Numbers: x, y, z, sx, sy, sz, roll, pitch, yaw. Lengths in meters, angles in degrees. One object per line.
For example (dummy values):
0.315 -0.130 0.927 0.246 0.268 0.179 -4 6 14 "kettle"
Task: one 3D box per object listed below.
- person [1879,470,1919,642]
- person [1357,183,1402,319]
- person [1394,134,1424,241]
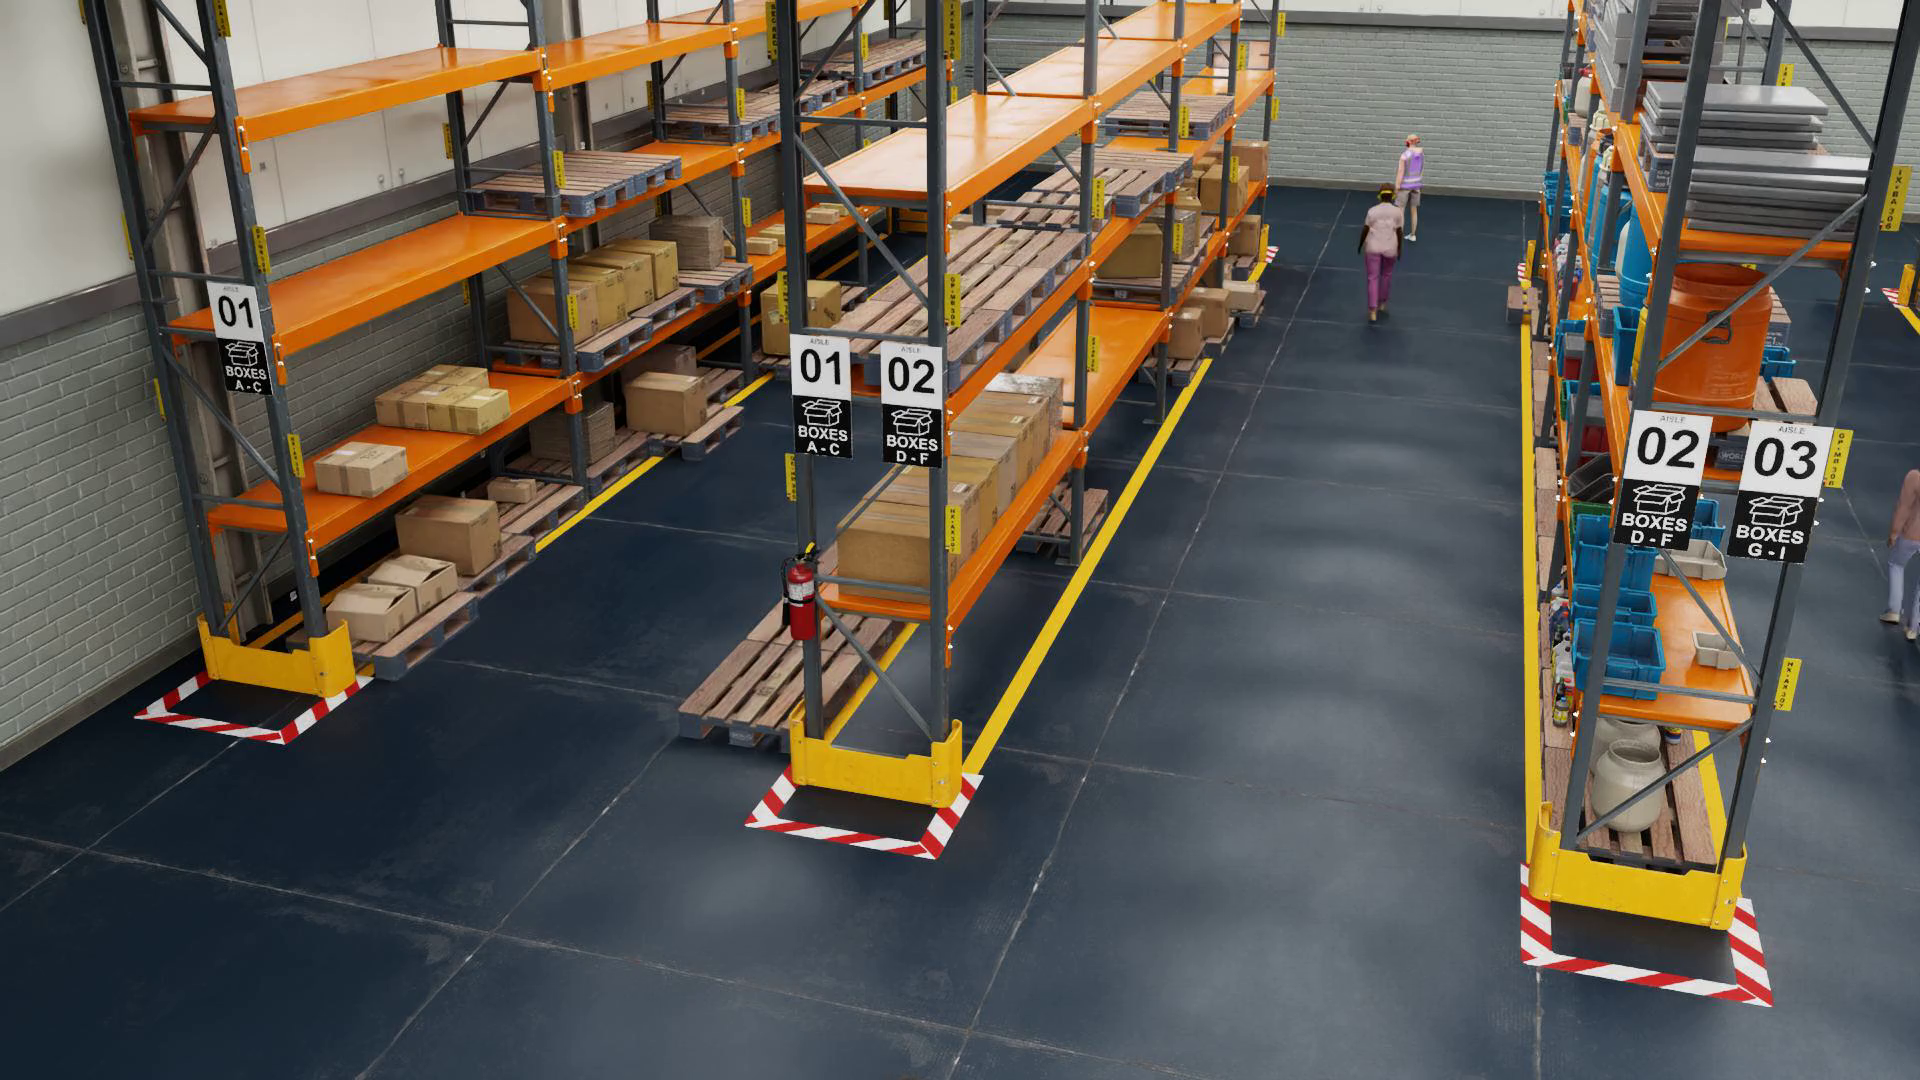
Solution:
7.784 -0.047 13.408 0.556 1.747 0.506 8 24 17 "person"
5.620 -3.908 22.327 0.548 1.763 0.842 2 23 5 "person"
7.065 -5.535 26.216 0.492 1.688 0.348 -10 25 -23 "person"
